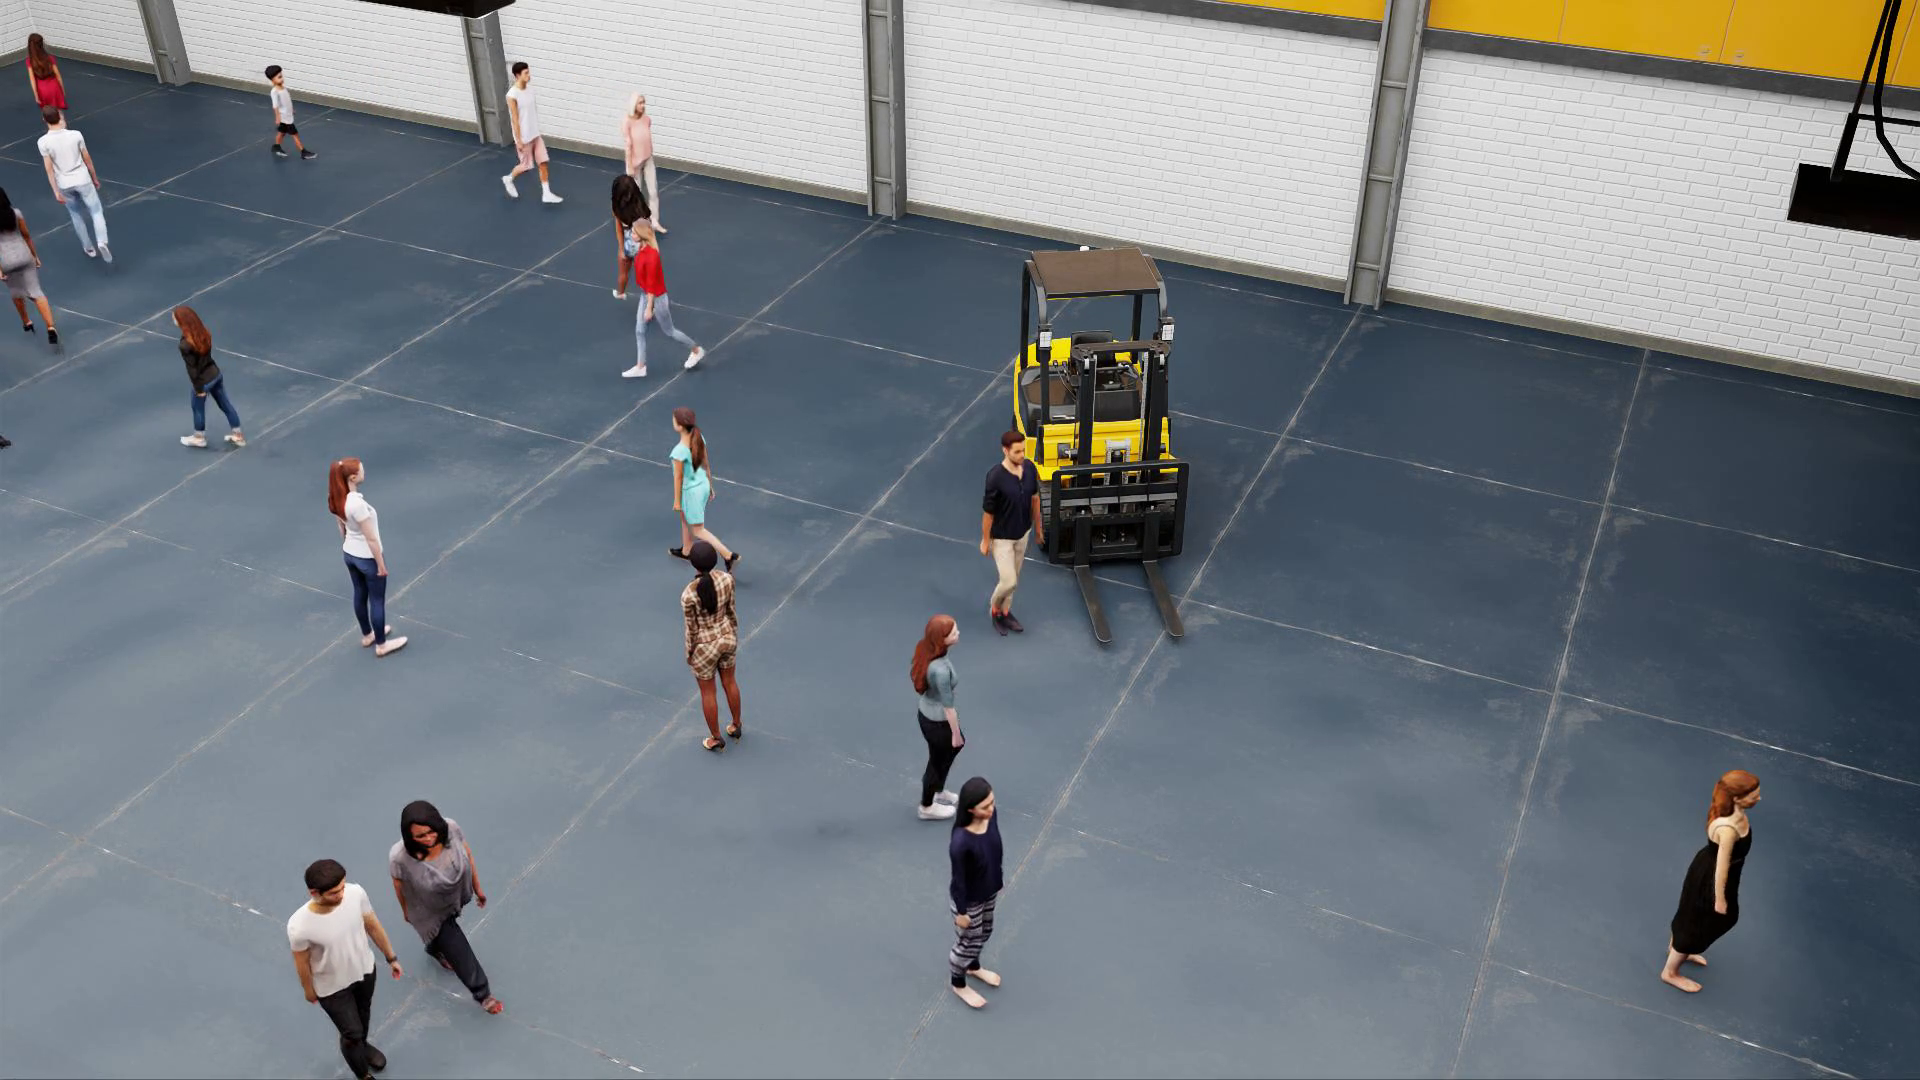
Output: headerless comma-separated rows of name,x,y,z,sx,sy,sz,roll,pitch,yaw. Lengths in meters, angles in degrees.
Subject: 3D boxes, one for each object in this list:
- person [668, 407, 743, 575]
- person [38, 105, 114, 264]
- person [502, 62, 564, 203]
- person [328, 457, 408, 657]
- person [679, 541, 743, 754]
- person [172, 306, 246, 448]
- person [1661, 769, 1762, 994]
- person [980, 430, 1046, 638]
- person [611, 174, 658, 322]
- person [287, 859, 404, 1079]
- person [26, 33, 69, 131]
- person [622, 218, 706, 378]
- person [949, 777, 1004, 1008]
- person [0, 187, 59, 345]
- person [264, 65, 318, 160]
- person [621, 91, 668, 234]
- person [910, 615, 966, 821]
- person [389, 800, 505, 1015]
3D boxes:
person,-2.155,-0.375,13.798,1.015,1.533,0.565,16,37,22
person,-10.100,-4.030,19.030,1.021,1.828,1.138,-17,37,-24
person,-5.414,-5.020,20.575,1.019,1.767,0.626,13,36,19
person,-4.631,0.134,12.847,0.521,1.738,0.661,21,39,28
person,-1.761,0.768,11.843,0.672,1.794,0.684,-24,41,-32
person,-6.993,-1.509,15.571,0.854,1.459,0.678,8,35,12
person,4.545,2.033,10.096,0.598,1.621,0.602,19,38,26
person,0.334,-0.089,13.083,0.769,1.849,0.762,-23,40,-31
person,-3.442,-3.095,17.841,0.839,1.588,1.078,-26,42,-34
person,-3.549,2.407,9.465,0.822,1.697,0.703,21,39,29
person,-12.134,-5.949,22.204,0.974,1.511,1.103,-16,37,-22
person,-2.996,-2.411,16.738,1.106,1.669,1.107,-15,37,-22
person,0.076,2.071,9.936,0.529,1.734,0.609,18,37,25
person,-9.759,-2.821,17.288,0.900,1.743,1.148,-24,40,-31
person,-8.999,-5.650,22.000,0.928,1.239,0.668,4,34,6
person,-3.888,-4.527,19.891,1.059,1.703,0.786,26,41,33
person,-0.230,1.227,11.209,0.774,1.730,0.725,-7,34,-11
person,-3.179,2.107,10.038,1.080,1.561,0.744,22,40,30
